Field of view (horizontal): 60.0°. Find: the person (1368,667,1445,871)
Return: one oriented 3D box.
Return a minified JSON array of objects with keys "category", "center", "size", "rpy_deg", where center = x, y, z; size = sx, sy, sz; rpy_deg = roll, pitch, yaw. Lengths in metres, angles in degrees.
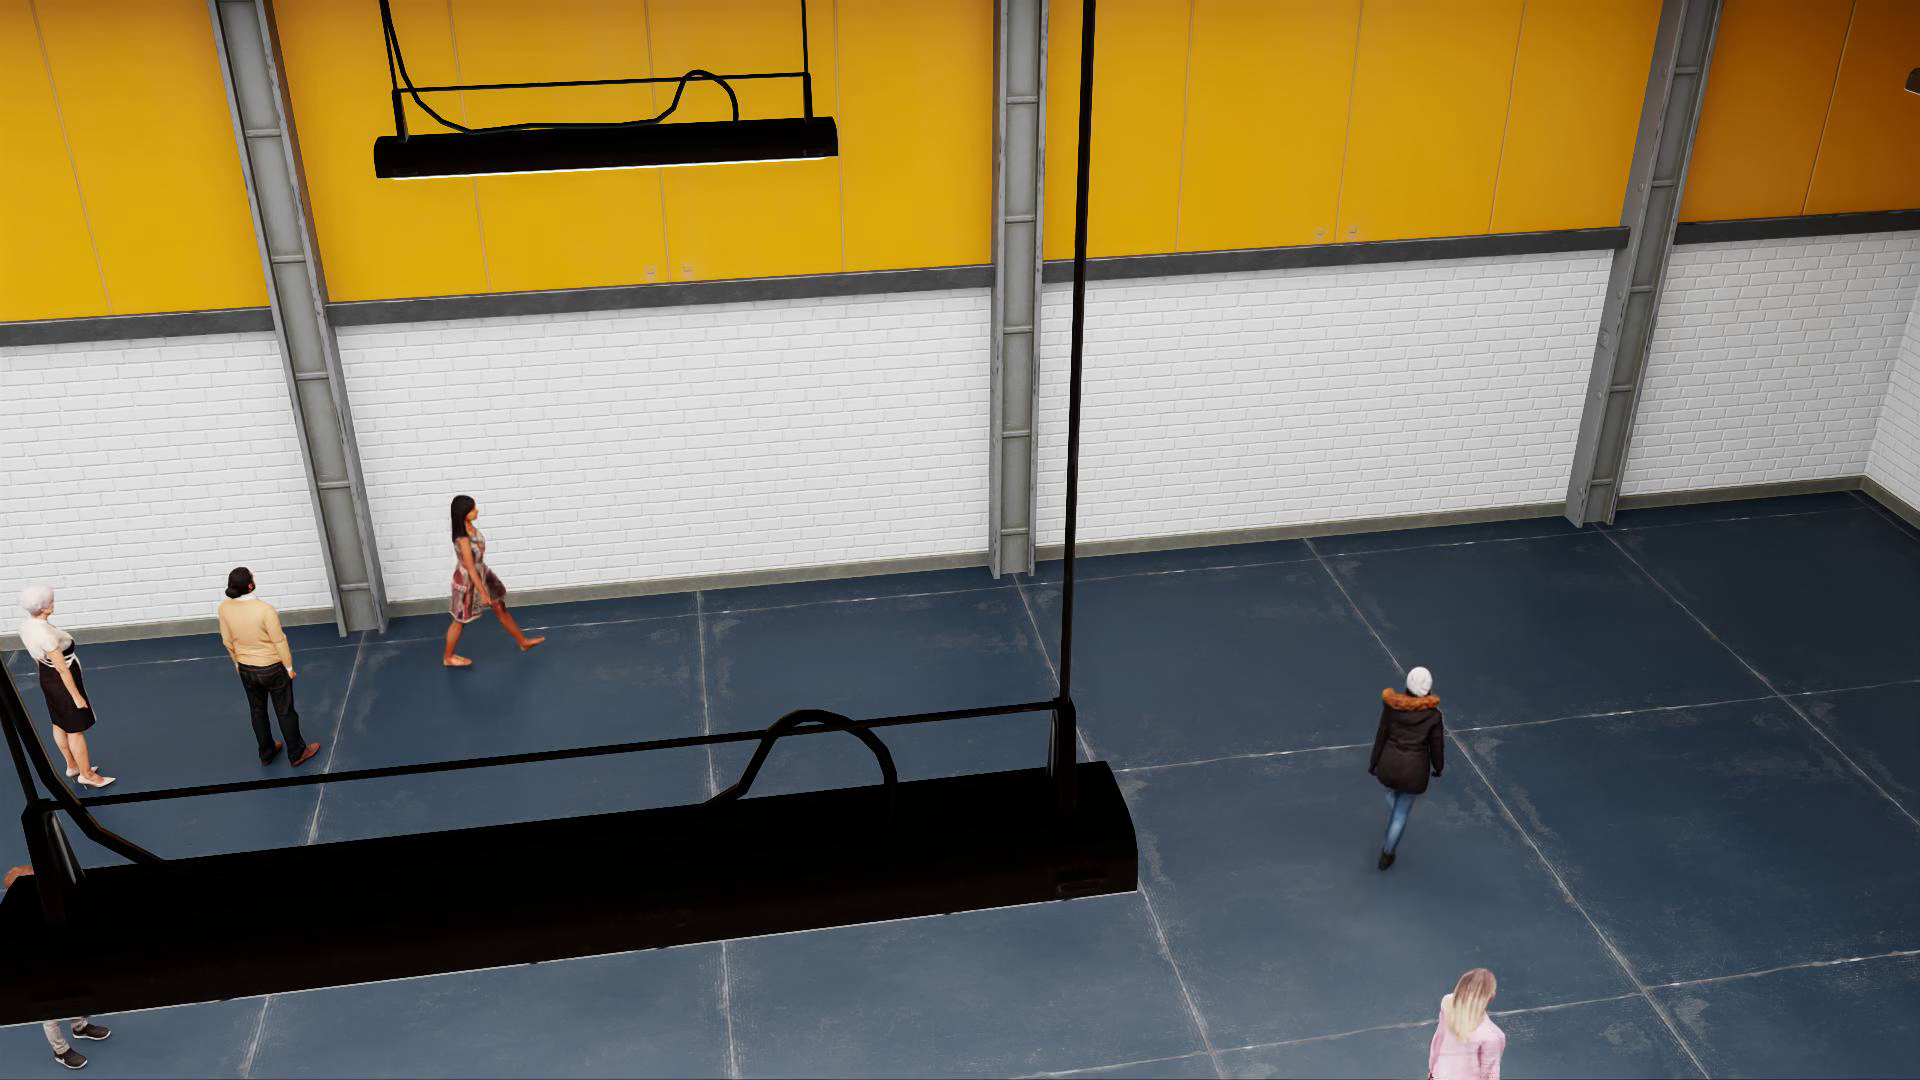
[{"category":"person","center":[3.142,1.656,11.841],"size":[0.980,1.610,1.019],"rpy_deg":[16,32,27]}]

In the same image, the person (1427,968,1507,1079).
[{"category":"person","center":[2.708,3.068,9.196],"size":[1.090,1.664,0.689],"rpy_deg":[-9,30,-16]}]

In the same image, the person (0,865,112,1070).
[{"category":"person","center":[-5.624,2.602,10.286],"size":[0.575,1.438,0.580],"rpy_deg":[5,29,9]}]

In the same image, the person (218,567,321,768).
[{"category":"person","center":[-5.418,0.984,12.922],"size":[0.644,1.754,0.791],"rpy_deg":[4,29,8]}]

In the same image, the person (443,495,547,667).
[{"category":"person","center":[-4.248,0.388,14.177],"size":[1.092,1.600,0.652],"rpy_deg":[-4,29,-8]}]

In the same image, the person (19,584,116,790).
[{"category":"person","center":[-6.853,1.130,12.655],"size":[0.705,1.754,0.743],"rpy_deg":[22,35,34]}]
